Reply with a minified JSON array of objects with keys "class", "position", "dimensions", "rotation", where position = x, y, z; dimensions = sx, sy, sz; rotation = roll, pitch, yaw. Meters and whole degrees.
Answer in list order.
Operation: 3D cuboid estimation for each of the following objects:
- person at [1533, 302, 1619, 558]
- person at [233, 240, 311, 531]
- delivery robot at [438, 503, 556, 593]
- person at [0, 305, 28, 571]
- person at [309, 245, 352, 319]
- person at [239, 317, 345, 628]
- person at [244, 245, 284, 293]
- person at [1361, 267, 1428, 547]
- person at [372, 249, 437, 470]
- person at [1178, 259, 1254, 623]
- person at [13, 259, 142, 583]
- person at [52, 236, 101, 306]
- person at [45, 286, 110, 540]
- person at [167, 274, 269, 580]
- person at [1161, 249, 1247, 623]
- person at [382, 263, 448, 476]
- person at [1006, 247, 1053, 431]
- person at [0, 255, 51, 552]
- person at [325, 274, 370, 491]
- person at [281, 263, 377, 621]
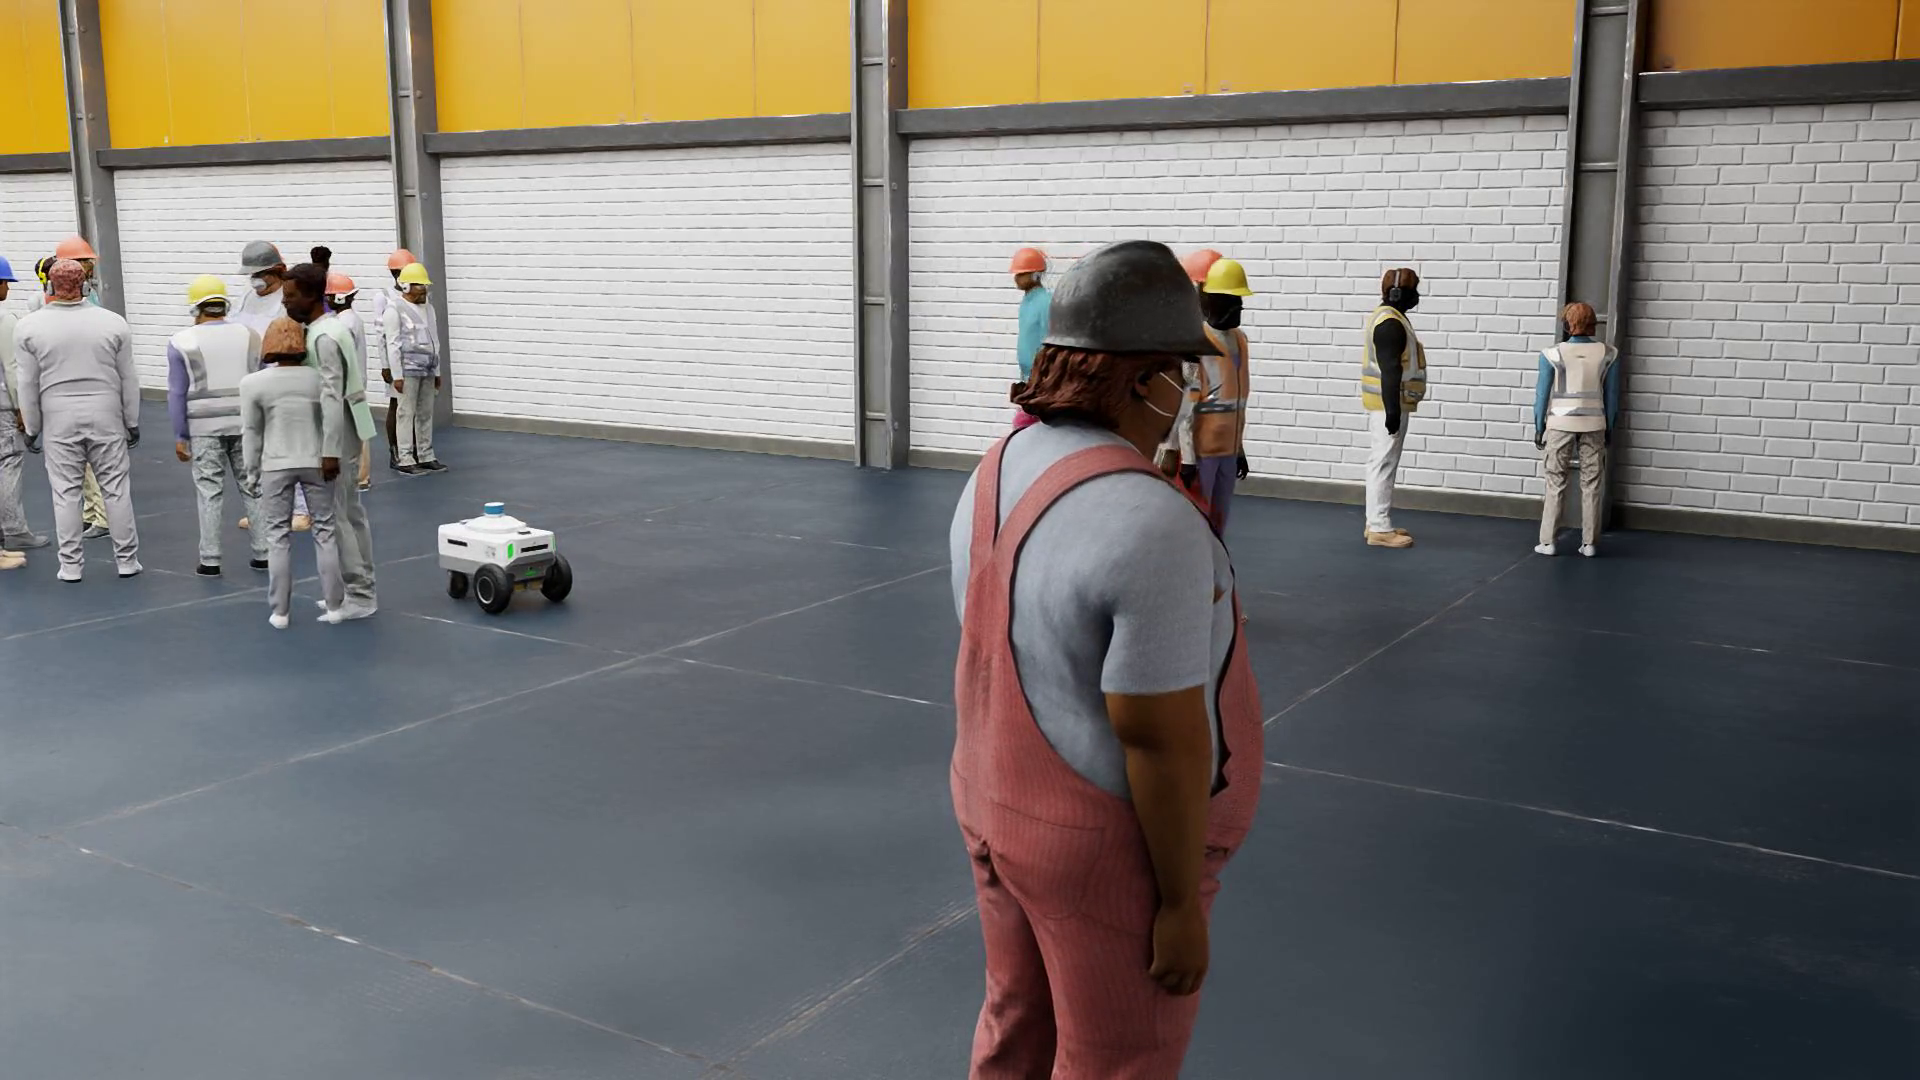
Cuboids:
[{"class":"person","position":[3.920,-0.694,10.614],"dimensions":[0.514,1.634,0.313],"rotation":[1,10,6]},{"class":"person","position":[-4.789,-1.072,11.573],"dimensions":[0.683,2.000,0.536],"rotation":[4,11,20]},{"class":"delivery robot","position":[-2.595,0.035,9.293],"dimensions":[0.707,0.478,0.477],"rotation":[8,13,38]},{"class":"person","position":[-5.981,-0.715,10.178],"dimensions":[0.358,1.835,0.516],"rotation":[-7,12,-35]},{"class":"person","position":[-6.819,-2.171,17.866],"dimensions":[0.608,1.966,0.372],"rotation":[-2,10,-9]},{"class":"person","position":[-3.494,-0.351,8.742],"dimensions":[0.499,1.627,0.304],"rotation":[-5,11,-26]},{"class":"person","position":[-7.070,-2.044,17.084],"dimensions":[0.612,1.995,0.376],"rotation":[7,12,32]},{"class":"person","position":[2.888,-0.885,11.084],"dimensions":[0.429,1.842,0.634],"rotation":[2,10,12]},{"class":"person","position":[-4.902,-1.594,14.748],"dimensions":[0.356,1.938,0.543],"rotation":[7,12,34]},{"class":"person","position":[1.331,-0.485,8.634],"dimensions":[0.386,1.925,0.591],"rotation":[8,13,39]},{"class":"person","position":[-5.215,-0.700,9.878],"dimensions":[0.639,1.910,0.407],"rotation":[-6,12,-29]},{"class":"person","position":[-6.983,-1.384,13.281],"dimensions":[0.365,2.048,0.608],"rotation":[-1,10,-5]},{"class":"person","position":[-5.998,-0.878,11.317],"dimensions":[0.338,1.740,0.572],"rotation":[-9,13,-40]},{"class":"person","position":[-4.451,-0.678,10.019],"dimensions":[0.594,1.823,0.416],"rotation":[-9,14,-41]},{"class":"person","position":[1.177,-0.528,8.714],"dimensions":[0.663,1.975,0.644],"rotation":[6,12,31]},{"class":"person","position":[-4.688,-1.464,14.341],"dimensions":[0.403,1.826,0.591],"rotation":[4,11,20]},{"class":"person","position":[0.558,-1.238,12.728],"dimensions":[0.650,1.962,0.660],"rotation":[-3,11,-16]},{"class":"person","position":[-6.282,-0.893,10.872],"dimensions":[0.604,1.939,0.414],"rotation":[6,12,30]},{"class":"person","position":[-4.951,-1.262,13.417],"dimensions":[0.325,1.752,0.559],"rotation":[-2,10,-13]},{"class":"person","position":[-3.366,-0.520,8.933],"dimensions":[0.433,1.907,0.598],"rotation":[-5,11,-26]}]
